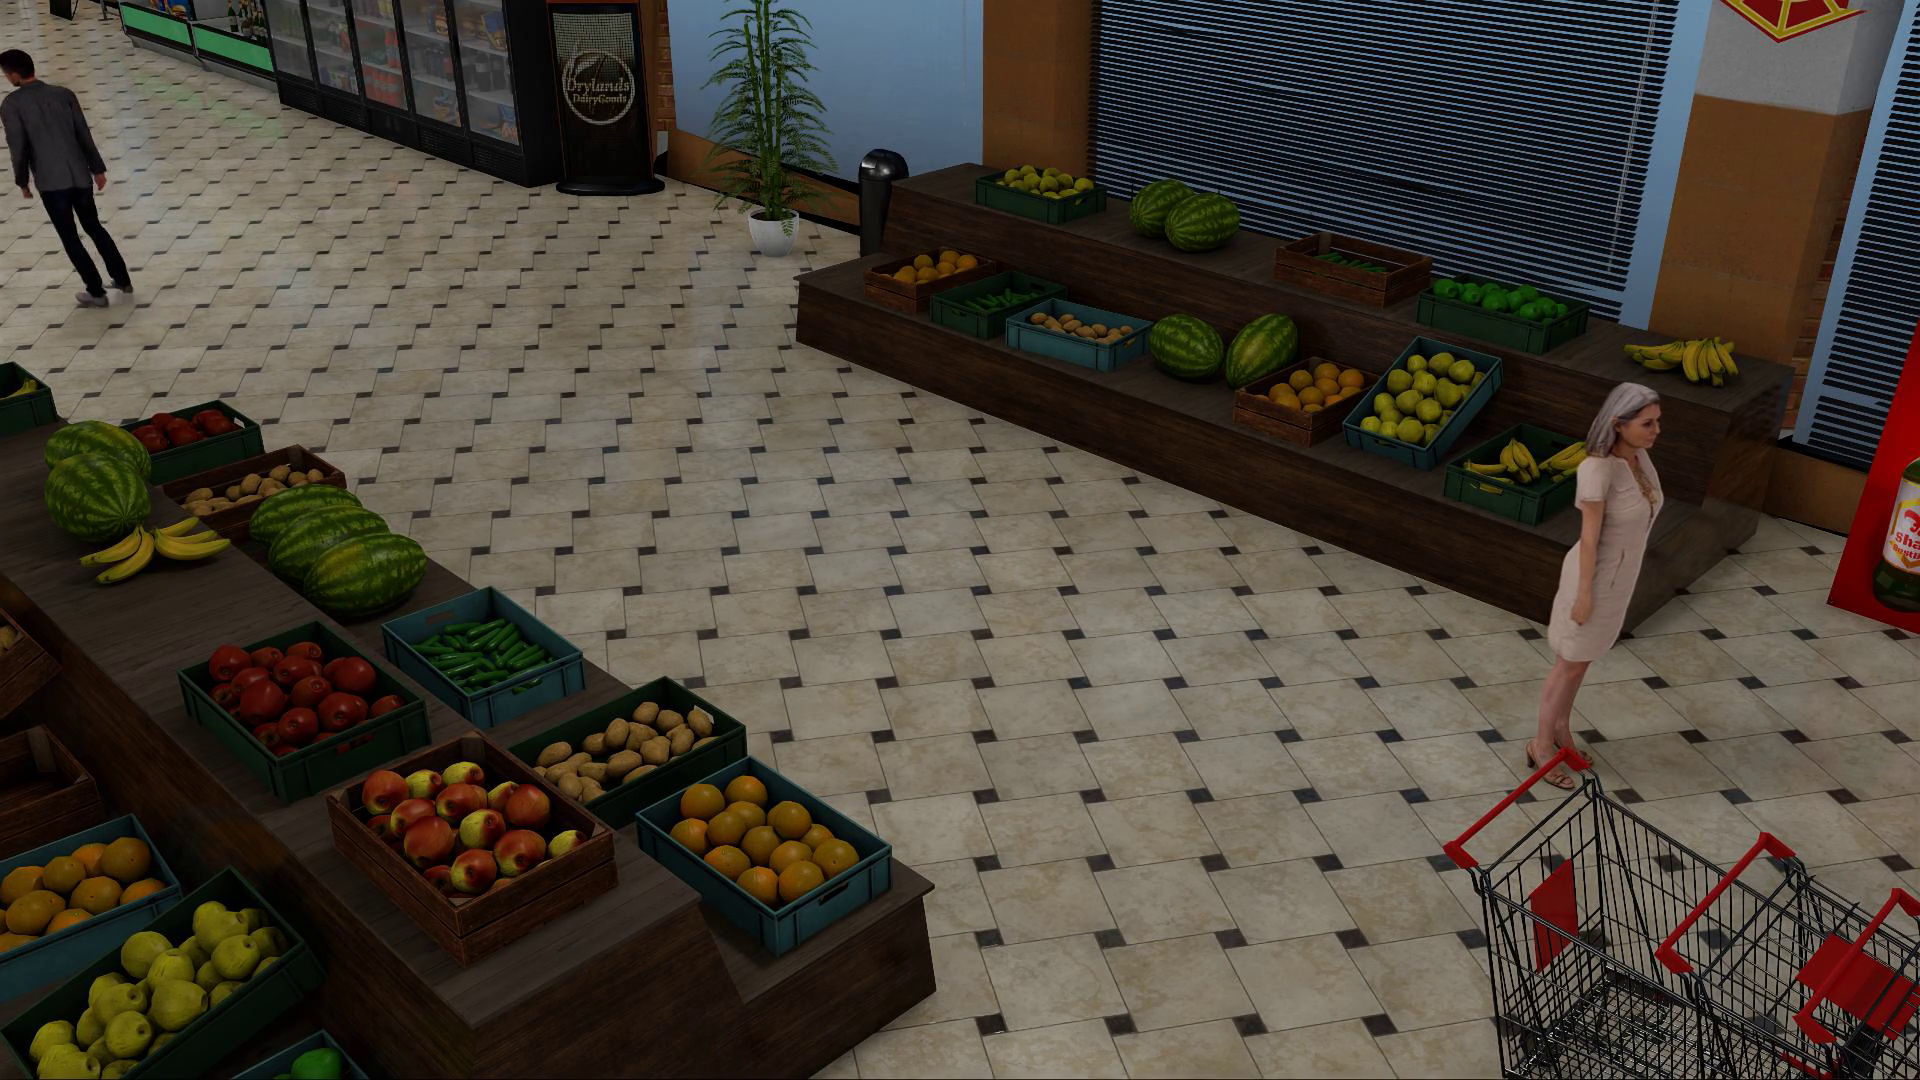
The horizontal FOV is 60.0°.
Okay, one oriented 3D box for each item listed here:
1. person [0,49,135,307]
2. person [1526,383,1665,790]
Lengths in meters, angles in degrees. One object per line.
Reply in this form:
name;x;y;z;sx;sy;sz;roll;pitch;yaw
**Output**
person;-6.430;-2.587;12.022;0.768;1.828;0.699;-20;33;-34
person;2.543;0.184;6.662;0.558;1.735;0.610;21;34;35
